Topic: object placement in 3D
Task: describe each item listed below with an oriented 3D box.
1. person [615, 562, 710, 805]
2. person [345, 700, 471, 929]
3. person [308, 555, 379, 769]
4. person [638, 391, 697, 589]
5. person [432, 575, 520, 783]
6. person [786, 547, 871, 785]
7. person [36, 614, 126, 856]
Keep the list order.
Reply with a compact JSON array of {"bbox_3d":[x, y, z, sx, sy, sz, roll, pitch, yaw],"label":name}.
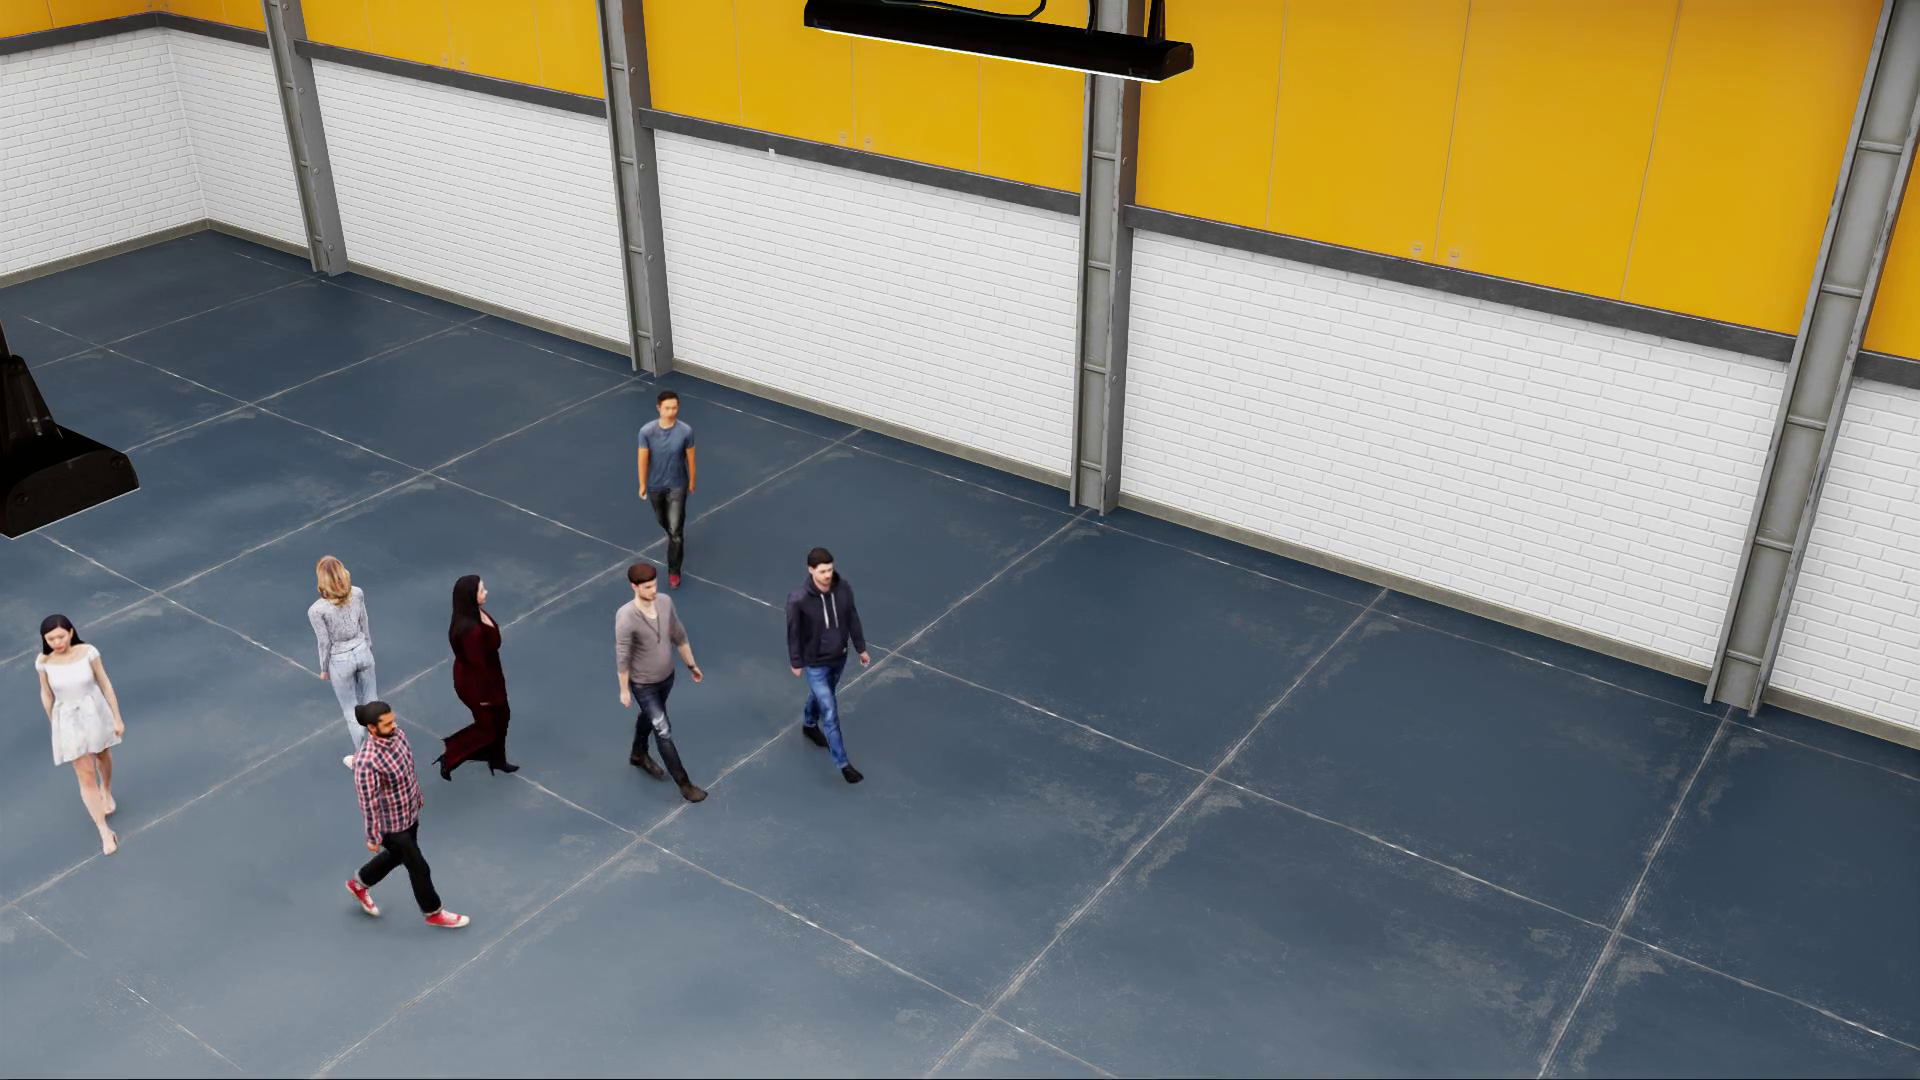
[{"bbox_3d":[-2.296,0.972,12.067,1.125,1.866,0.710,19,34,30],"label":"person"},{"bbox_3d":[-3.724,1.768,10.734,1.213,1.745,1.034,2,29,3],"label":"person"},{"bbox_3d":[-4.501,0.904,12.263,0.509,1.796,0.590,20,34,32],"label":"person"},{"bbox_3d":[-2.621,-0.529,14.920,1.193,1.768,1.171,0,29,0],"label":"person"},{"bbox_3d":[-3.574,1.062,12.039,0.971,1.735,0.938,-10,30,-17],"label":"person"},{"bbox_3d":[-1.046,0.843,12.341,0.937,1.830,1.256,-20,35,-33],"label":"person"},{"bbox_3d":[-6.141,1.255,11.681,0.956,1.738,1.201,-14,32,-24],"label":"person"}]
